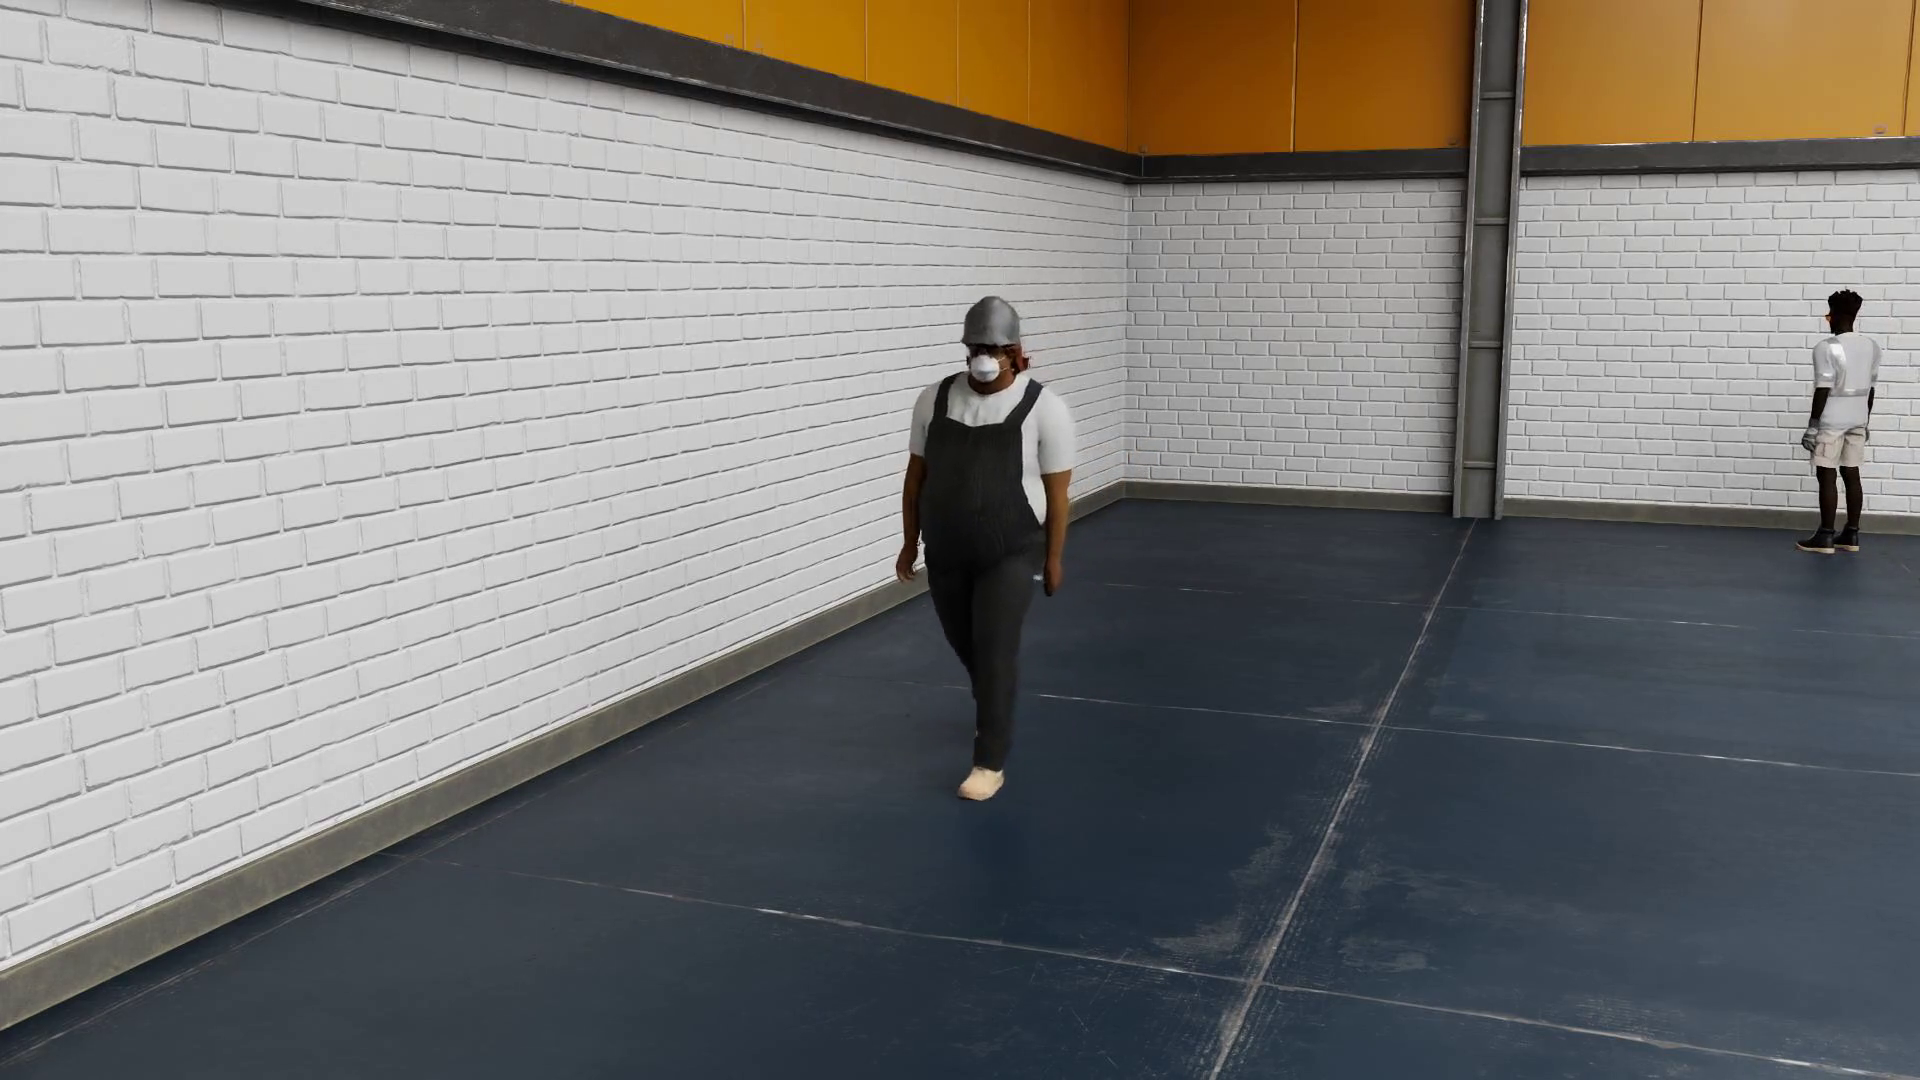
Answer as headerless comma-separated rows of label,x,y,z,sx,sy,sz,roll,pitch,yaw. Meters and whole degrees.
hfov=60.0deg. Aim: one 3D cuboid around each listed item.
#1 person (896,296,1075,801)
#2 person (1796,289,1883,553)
person,0.126,-0.039,6.906,0.688,2.000,0.974,4,10,24
person,6.559,-0.882,12.427,0.614,1.963,0.362,-3,10,-21
